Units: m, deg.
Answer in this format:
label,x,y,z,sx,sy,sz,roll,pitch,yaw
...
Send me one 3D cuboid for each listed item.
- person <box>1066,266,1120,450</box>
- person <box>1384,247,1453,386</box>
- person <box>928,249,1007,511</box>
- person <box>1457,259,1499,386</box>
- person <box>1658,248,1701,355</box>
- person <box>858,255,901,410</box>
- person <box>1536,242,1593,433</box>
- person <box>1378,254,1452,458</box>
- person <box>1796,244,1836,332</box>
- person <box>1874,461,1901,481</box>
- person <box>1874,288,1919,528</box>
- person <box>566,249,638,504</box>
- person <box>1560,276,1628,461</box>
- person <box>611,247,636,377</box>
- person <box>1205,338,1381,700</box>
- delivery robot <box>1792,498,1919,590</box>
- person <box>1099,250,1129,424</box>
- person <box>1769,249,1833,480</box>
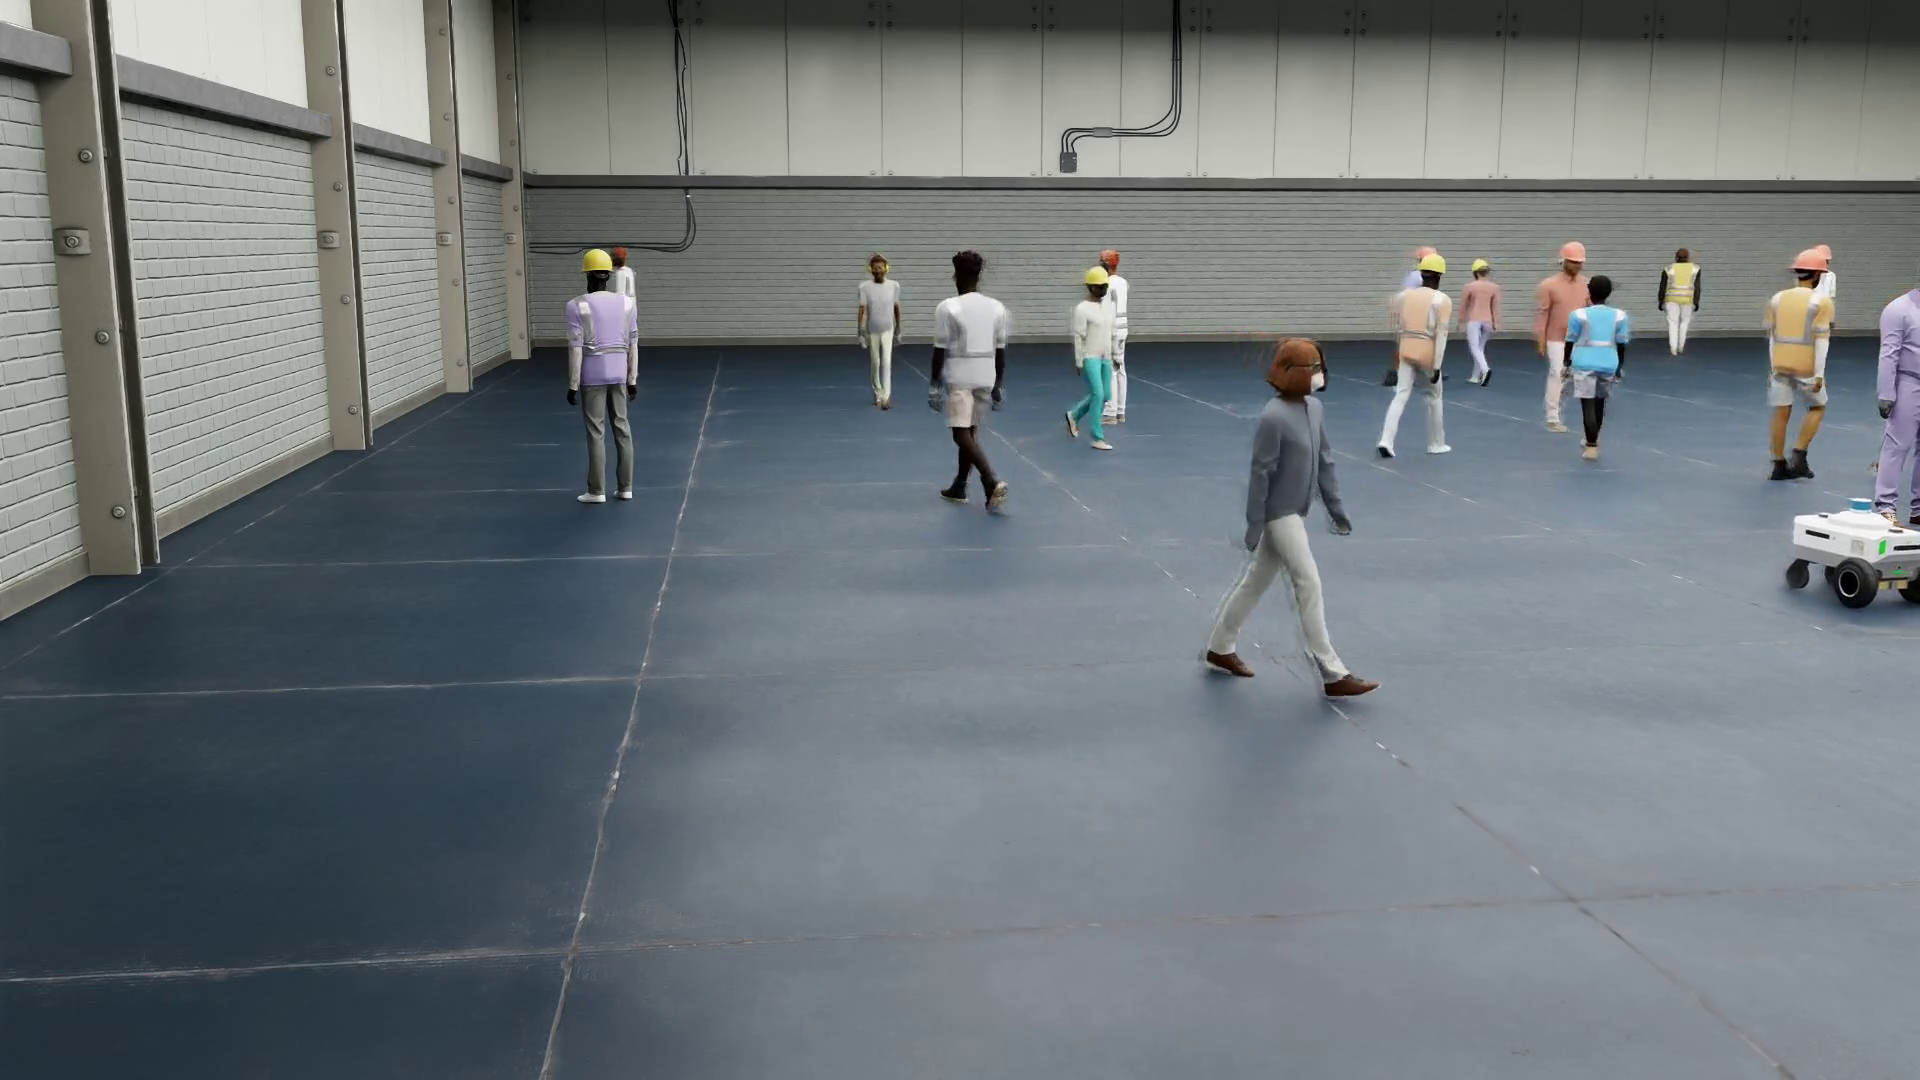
label,x,y,z,sx,sy,sz,roll,pitch,yaw
person,1.262,-1.755,15.998,0.528,1.743,0.659,-10,14,-43
person,6.236,-3.010,22.517,1.008,1.873,0.555,-1,10,-6
person,0.092,-1.185,12.377,0.611,1.936,0.903,-7,13,-35
person,7.126,-2.974,22.739,0.528,1.737,0.800,-1,10,-7
person,12.431,-4.127,28.816,0.654,1.811,0.848,3,11,14
person,-0.955,-2.455,19.678,0.518,1.814,0.999,-1,10,-4
person,6.274,-2.094,17.245,0.669,1.969,0.562,-2,10,-10
person,4.215,-1.692,15.312,0.587,1.879,0.985,10,14,42
person,11.494,-2.997,22.346,0.541,1.923,0.392,-2,10,-10
person,7.952,-1.232,13.554,0.494,1.595,0.853,-6,12,-29
person,6.673,-1.014,11.502,0.654,1.904,0.406,-2,10,-8
person,-2.725,-1.235,12.655,0.594,1.926,0.366,-9,14,-41
person,5.780,-1.582,15.272,0.541,1.663,0.818,0,10,-1
person,-4.823,-3.258,23.910,0.361,1.864,0.645,1,10,4
person,1.467,-0.106,7.402,0.889,1.586,0.504,6,12,31
delivery robot,5.039,0.011,9.333,0.477,0.478,0.707,-3,11,-14
person,1.626,-2.190,18.011,0.361,1.882,0.575,7,12,32
person,6.968,-1.440,13.813,0.422,1.922,0.542,-7,12,-33
